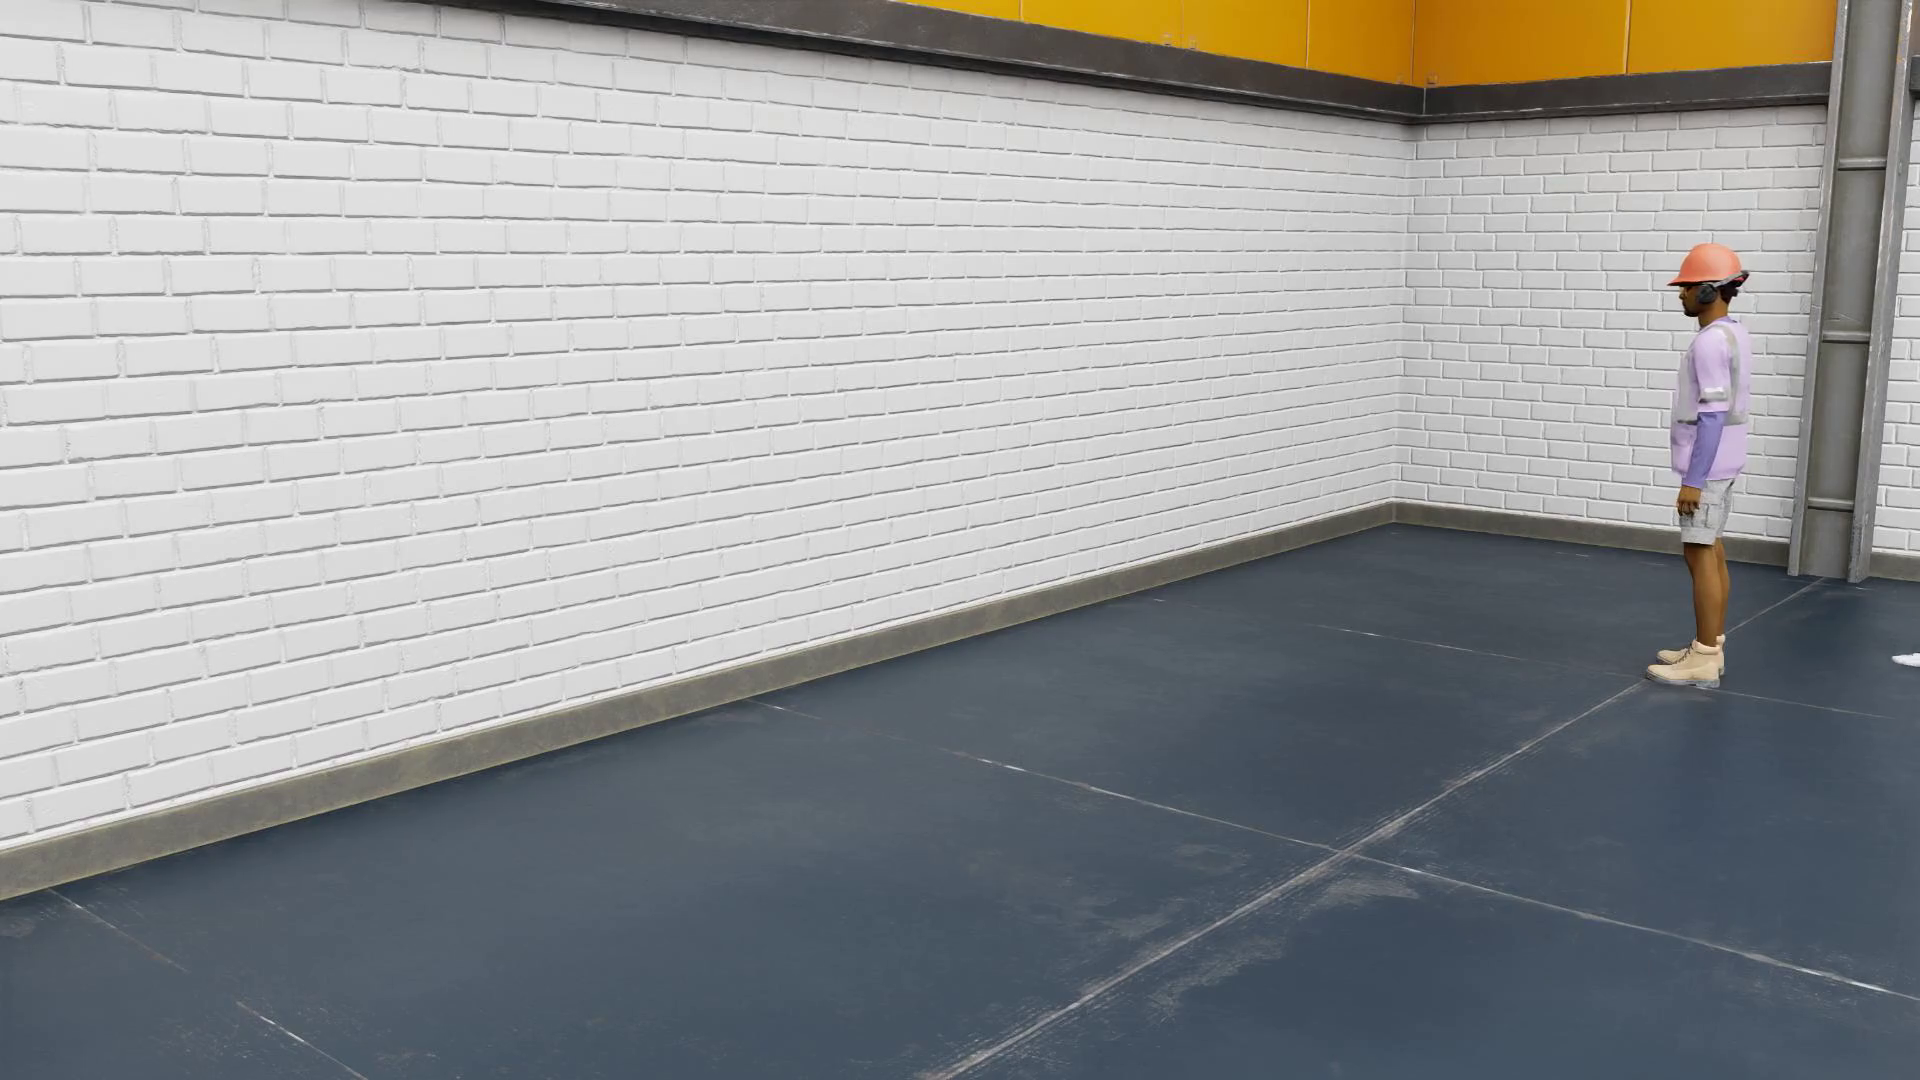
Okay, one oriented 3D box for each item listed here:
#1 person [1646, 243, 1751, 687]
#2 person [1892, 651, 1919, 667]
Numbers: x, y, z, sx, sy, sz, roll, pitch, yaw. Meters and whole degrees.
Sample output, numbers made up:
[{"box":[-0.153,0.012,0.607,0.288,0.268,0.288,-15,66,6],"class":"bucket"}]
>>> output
[{"box":[3.426,-0.342,7.722,0.390,2.040,0.614,6,12,32],"class":"person"},{"box":[4.894,-0.121,7.735,0.509,1.599,0.804,-7,12,-36],"class":"person"}]
